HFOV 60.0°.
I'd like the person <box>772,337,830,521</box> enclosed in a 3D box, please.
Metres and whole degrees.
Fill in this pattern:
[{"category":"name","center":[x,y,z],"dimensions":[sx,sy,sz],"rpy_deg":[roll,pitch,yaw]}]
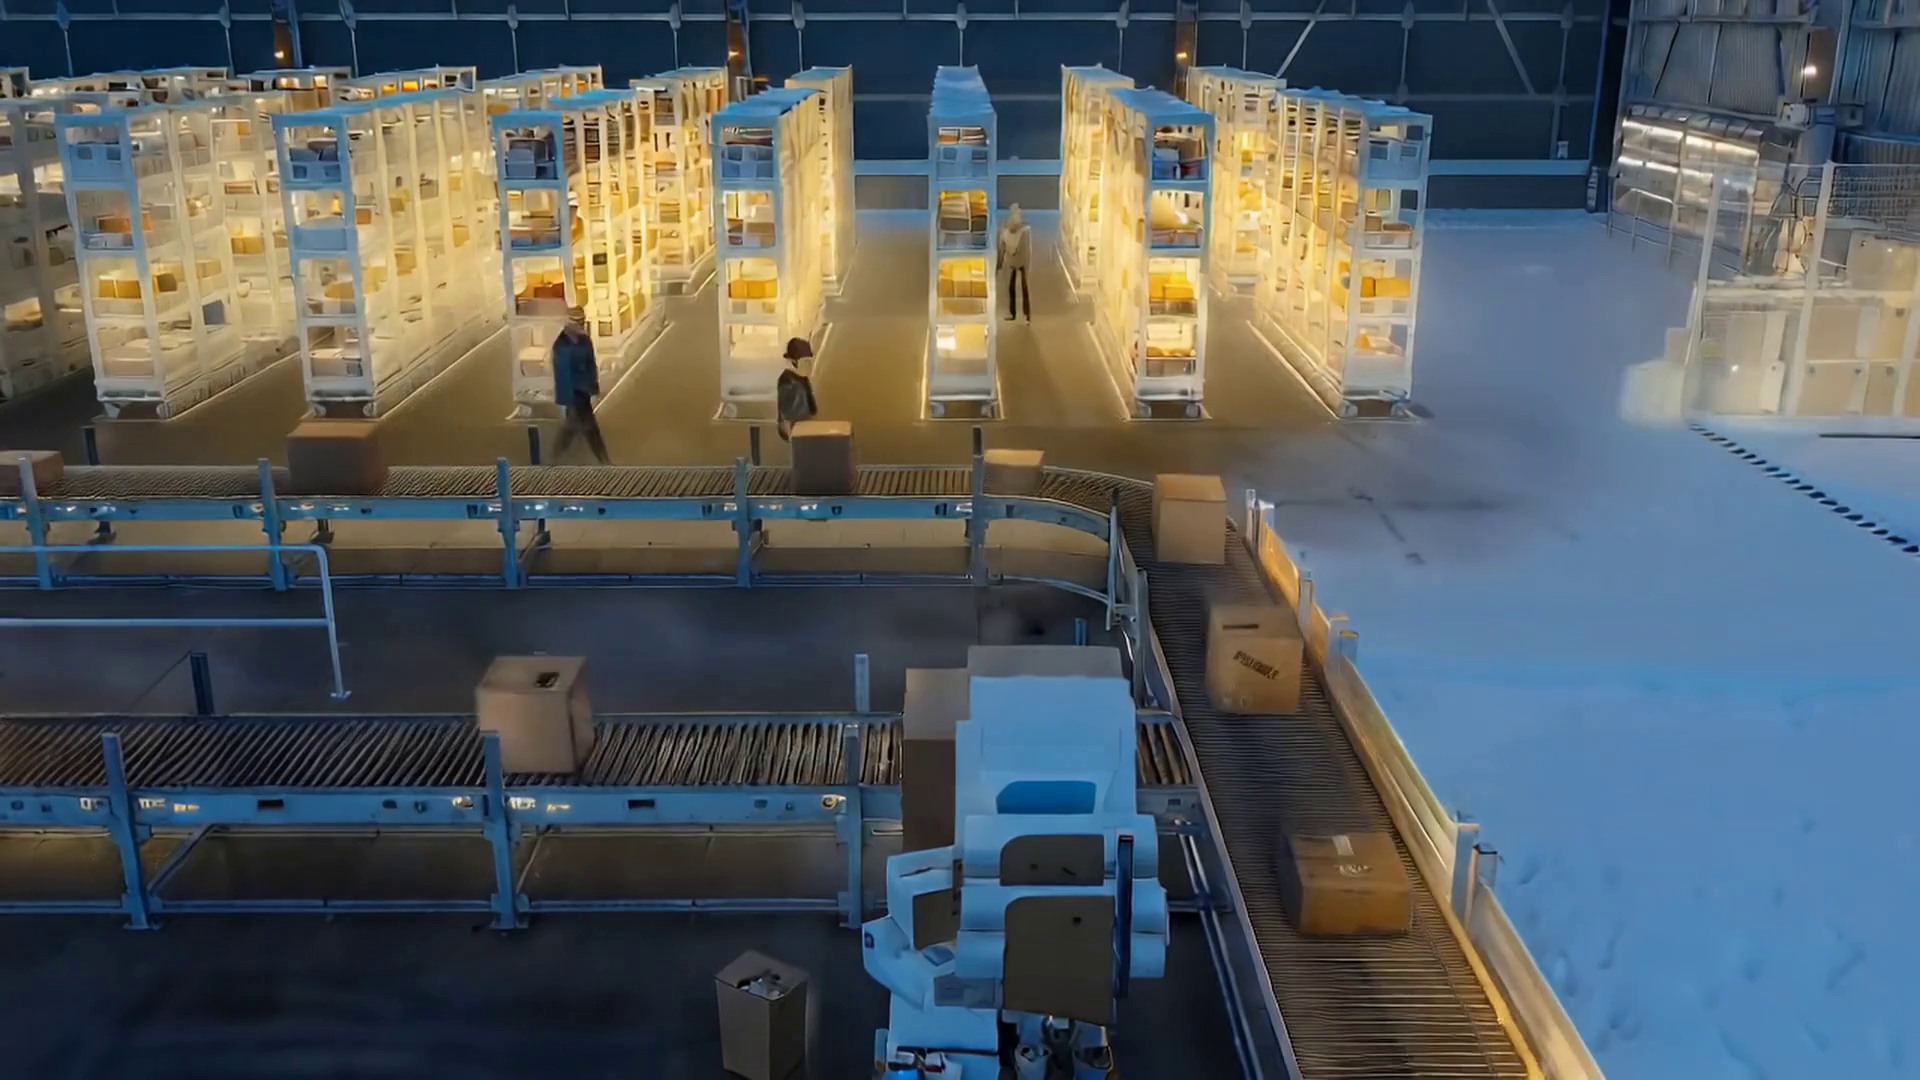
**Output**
[{"category":"person","center":[-1.589,-1.038,15.888],"dimensions":[0.589,1.820,0.606],"rpy_deg":[2,18,5]}]

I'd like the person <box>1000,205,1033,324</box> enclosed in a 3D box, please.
[{"category":"person","center":[0.875,-4.313,25.970],"dimensions":[0.569,1.831,0.411],"rpy_deg":[11,21,30]}]

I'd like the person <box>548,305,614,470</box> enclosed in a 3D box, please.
[{"category":"person","center":[-3.975,-1.542,17.392],"dimensions":[0.980,1.860,0.659],"rpy_deg":[3,18,10]}]
